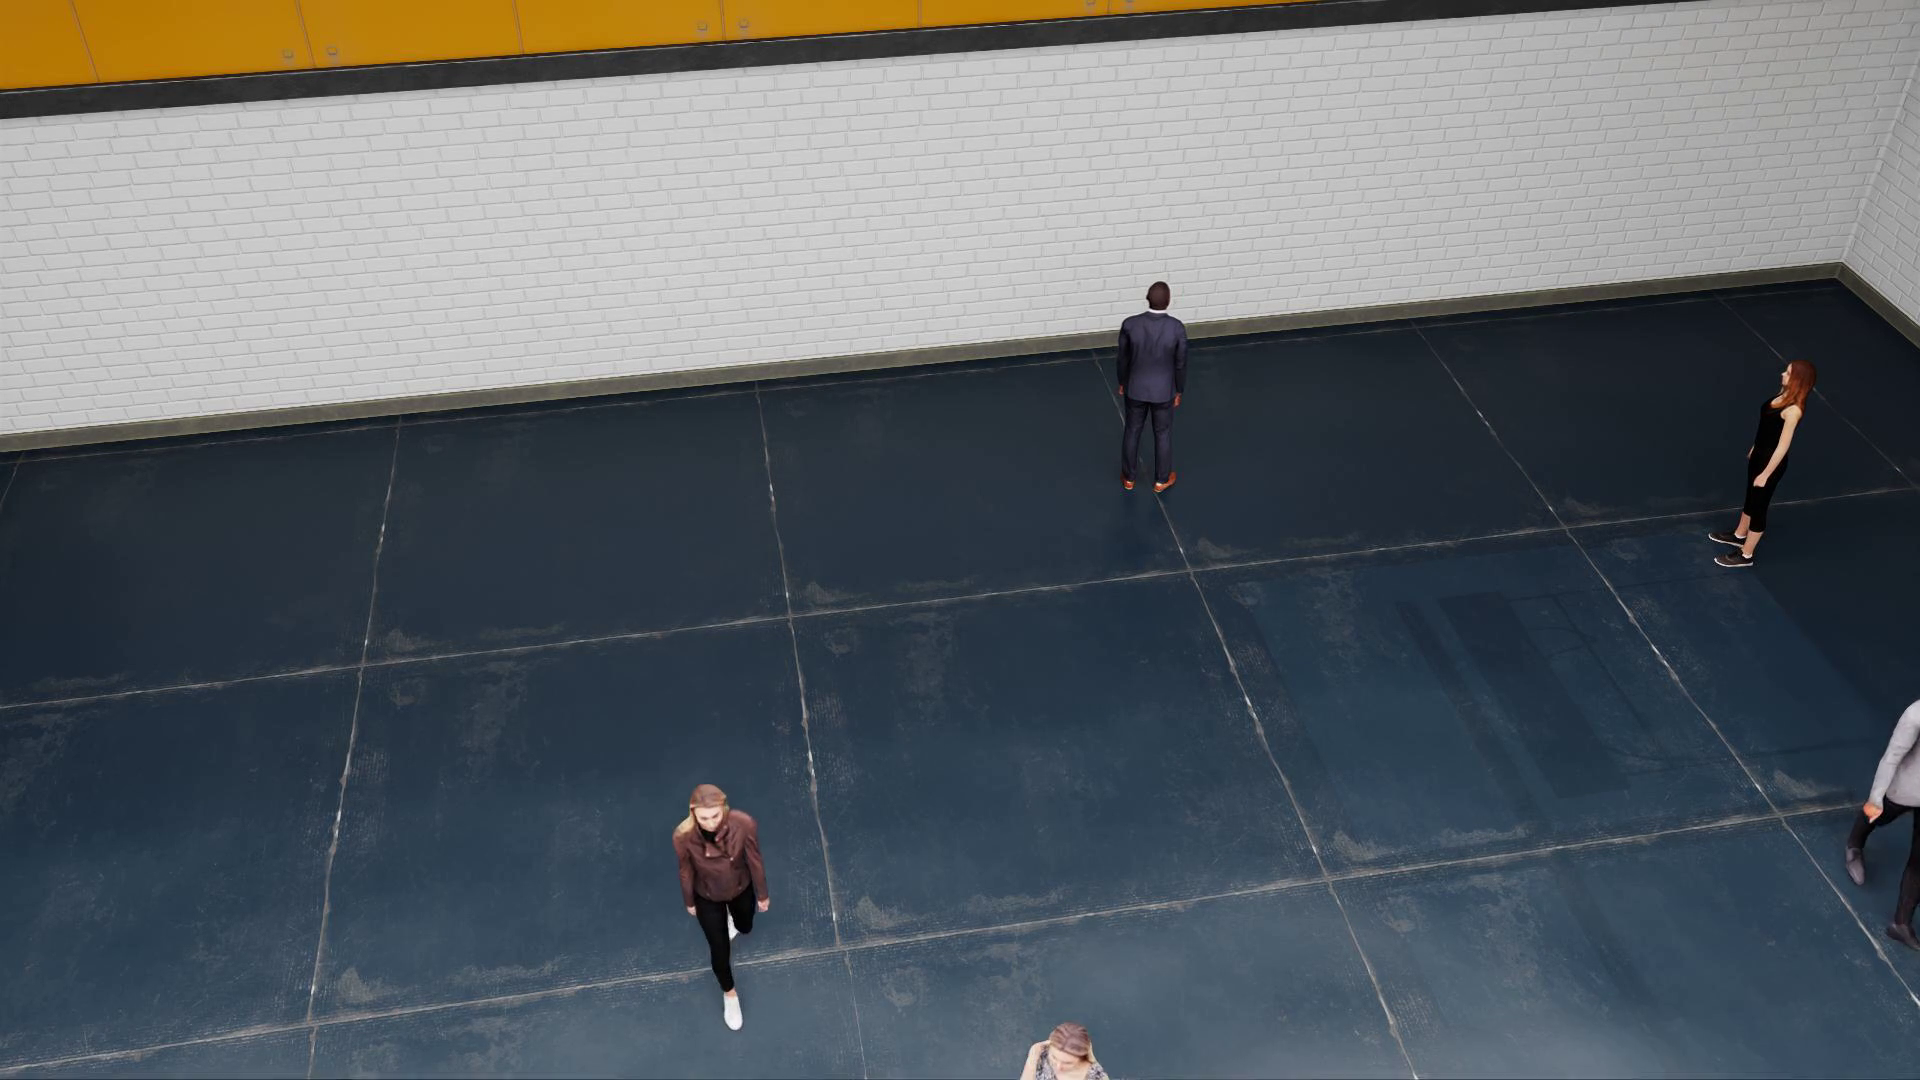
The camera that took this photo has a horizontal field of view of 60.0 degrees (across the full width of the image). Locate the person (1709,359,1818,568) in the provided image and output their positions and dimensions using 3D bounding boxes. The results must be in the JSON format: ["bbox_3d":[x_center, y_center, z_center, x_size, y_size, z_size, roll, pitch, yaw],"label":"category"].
[{"bbox_3d":[5.870,-0.570,12.068,0.694,1.726,0.567,8,39,10],"label":"person"}]

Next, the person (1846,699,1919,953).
[{"bbox_3d":[5.476,1.363,9.532,1.030,1.870,1.307,6,39,7],"label":"person"}]

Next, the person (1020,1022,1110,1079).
[{"bbox_3d":[0.561,2.746,7.974,1.084,1.652,1.115,26,45,29],"label":"person"}]

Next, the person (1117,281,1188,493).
[{"bbox_3d":[1.462,-1.158,12.727,0.781,1.823,0.774,11,40,13],"label":"person"}]

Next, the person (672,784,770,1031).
[{"bbox_3d":[-1.285,1.860,9.062,0.685,1.680,1.015,-11,40,-13],"label":"person"}]
